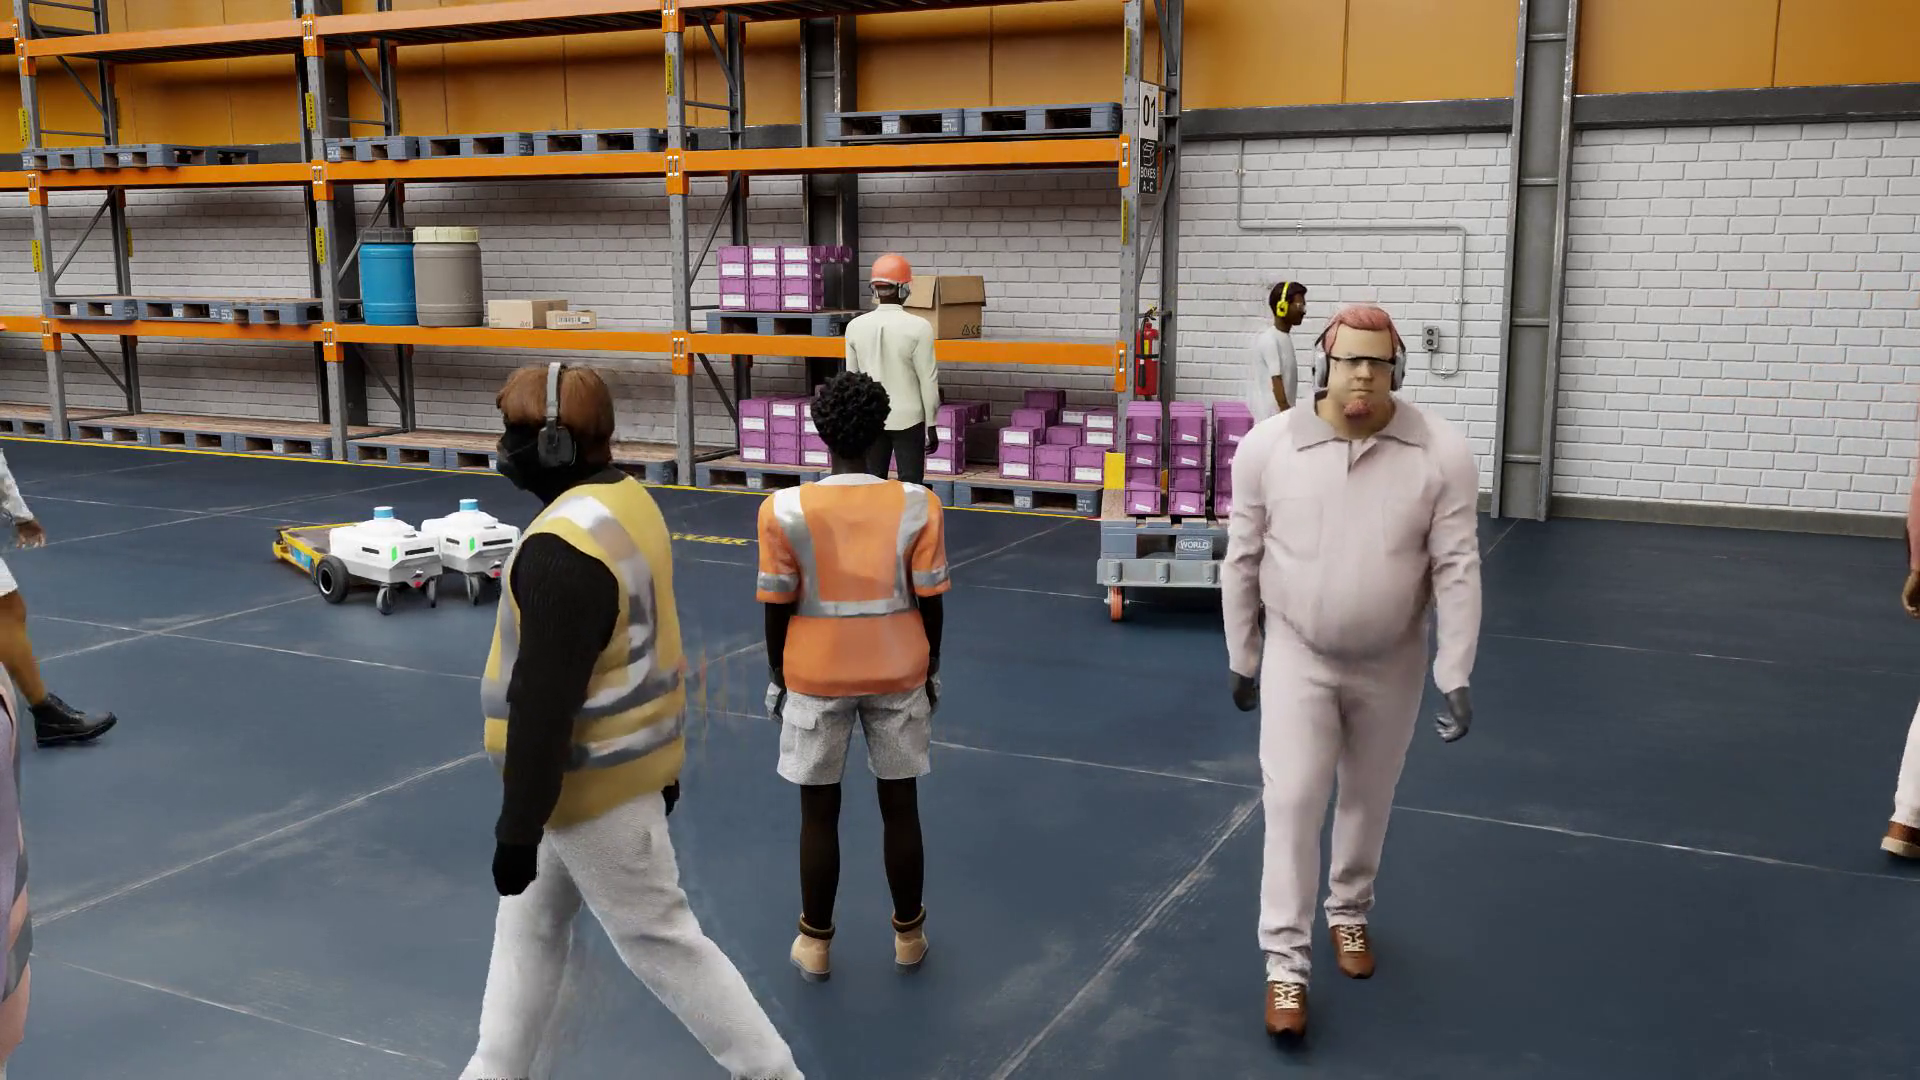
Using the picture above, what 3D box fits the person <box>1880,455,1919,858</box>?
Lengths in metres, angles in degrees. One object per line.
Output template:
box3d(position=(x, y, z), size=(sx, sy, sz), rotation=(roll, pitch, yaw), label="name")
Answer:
box3d(position=(3.331, 0.115, 5.294), size=(0.399, 1.991, 0.654), rotation=(-4, 11, -24), label="person")

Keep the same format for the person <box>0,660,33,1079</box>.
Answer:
box3d(position=(-1.519, 0.715, 2.296), size=(0.626, 1.842, 0.429), rotation=(8, 13, 39), label="person")

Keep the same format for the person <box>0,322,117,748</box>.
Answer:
box3d(position=(-3.896, -0.080, 6.693), size=(0.925, 1.894, 0.557), rotation=(-4, 11, -21), label="person")

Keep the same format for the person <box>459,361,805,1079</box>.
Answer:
box3d(position=(-0.763, 0.506, 3.621), size=(0.974, 1.797, 0.629), rotation=(-1, 10, -4), label="person")

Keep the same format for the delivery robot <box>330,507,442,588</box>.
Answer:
box3d(position=(-3.277, 0.053, 9.491), size=(0.707, 0.478, 0.477), rotation=(8, 13, 39), label="delivery robot")

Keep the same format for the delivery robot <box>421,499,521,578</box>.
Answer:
box3d(position=(-2.867, 0.003, 9.751), size=(0.477, 0.478, 0.707), rotation=(-9, 13, -40), label="delivery robot")

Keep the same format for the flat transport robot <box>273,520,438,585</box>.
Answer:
box3d(position=(-3.836, 0.067, 10.491), size=(0.652, 0.197, 1.431), rotation=(-7, 12, -34), label="flat transport robot")

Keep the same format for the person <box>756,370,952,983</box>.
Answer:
box3d(position=(-0.291, 0.385, 4.595), size=(0.535, 1.697, 0.318), rotation=(-2, 10, -10), label="person")

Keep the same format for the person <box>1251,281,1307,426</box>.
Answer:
box3d(position=(2.075, -0.708, 10.505), size=(0.944, 1.818, 0.528), rotation=(5, 11, 27), label="person")

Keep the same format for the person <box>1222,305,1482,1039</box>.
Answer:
box3d(position=(1.022, 0.338, 4.366), size=(0.653, 1.873, 0.911), rotation=(1, 10, 7), label="person")

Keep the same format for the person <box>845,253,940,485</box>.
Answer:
box3d(position=(-0.399, -0.719, 10.051), size=(0.611, 1.997, 0.375), rotation=(4, 11, 24), label="person")
